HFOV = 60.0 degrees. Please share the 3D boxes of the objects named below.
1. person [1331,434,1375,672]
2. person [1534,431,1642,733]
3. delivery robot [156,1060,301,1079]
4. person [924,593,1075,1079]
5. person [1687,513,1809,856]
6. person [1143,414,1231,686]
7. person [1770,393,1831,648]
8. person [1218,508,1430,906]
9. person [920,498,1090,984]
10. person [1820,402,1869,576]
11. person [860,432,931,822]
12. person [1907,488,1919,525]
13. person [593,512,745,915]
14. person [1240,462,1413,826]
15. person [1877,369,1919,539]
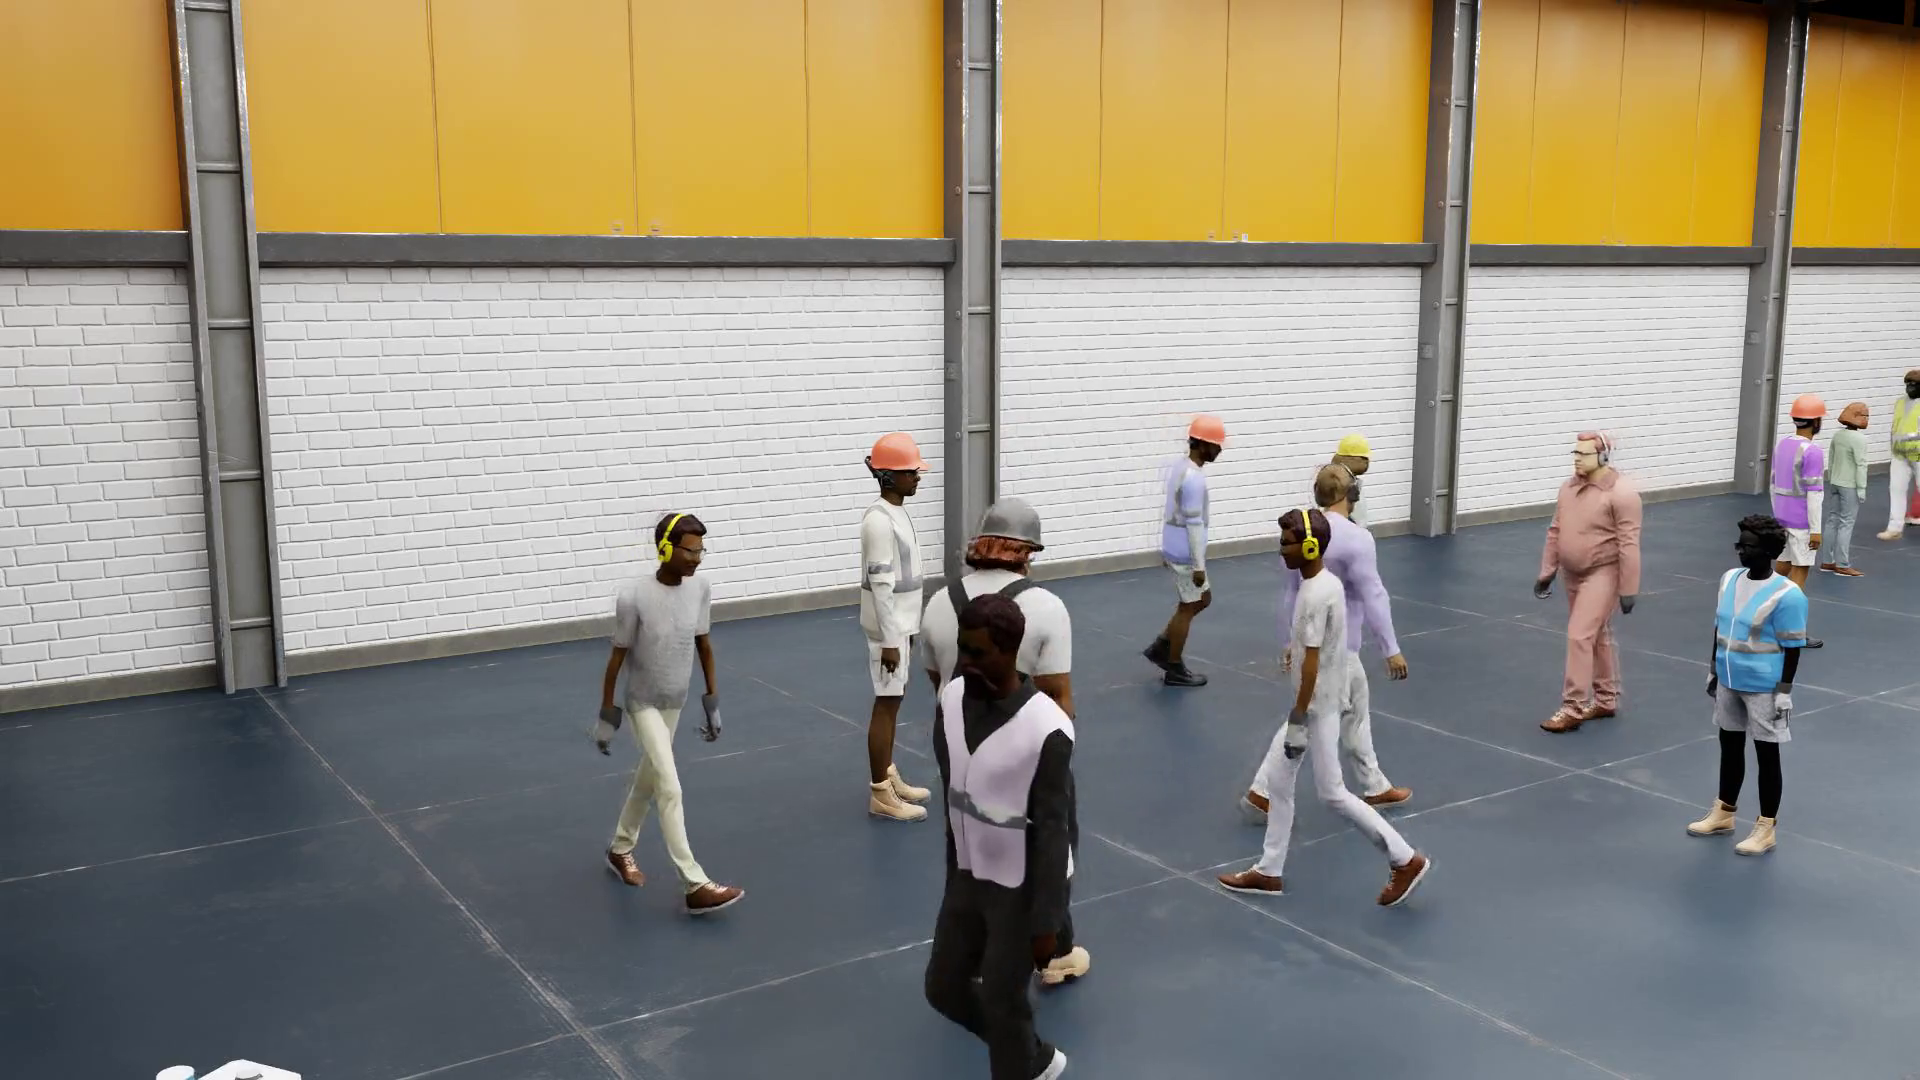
[{"bbox_3d":[2.727,0.125,11.652,0.303,1.742,0.493,4,10,23],"label":"person"},{"bbox_3d":[3.883,0.255,10.449,0.836,1.879,0.649,-2,10,-15],"label":"person"},{"bbox_3d":[-2.291,1.793,4.890,0.477,0.478,0.707,4,10,24],"label":"delivery robot"},{"bbox_3d":[0.130,1.094,5.310,0.447,1.902,0.608,-7,12,-35],"label":"person"},{"bbox_3d":[3.930,0.709,8.265,0.322,1.697,0.531,-3,10,-18],"label":"person"},{"bbox_3d":[1.595,0.088,11.399,0.493,1.900,0.591,0,9,1],"label":"person"},{"bbox_3d":[6.421,-0.149,12.708,0.356,1.938,0.552,-1,9,-4],"label":"person"},{"bbox_3d":[1.686,0.767,7.535,0.904,1.831,0.571,2,10,12],"label":"person"},{"bbox_3d":[0.199,0.804,6.666,0.702,2.000,0.698,6,11,30],"label":"person"},{"bbox_3d":[8.350,-0.483,15.640,0.278,1.631,0.505,0,9,-3],"label":"person"},{"bbox_3d":[-0.336,0.451,8.782,0.370,2.044,0.608,1,9,5],"label":"person"},{"bbox_3d":[10.869,-1.025,18.557,0.590,1.738,0.549,-2,10,-12],"label":"person"},{"bbox_3d":[-1.367,0.772,7.561,1.001,1.815,0.561,7,12,38],"label":"person"},{"bbox_3d":[1.924,0.545,8.708,1.029,1.887,0.711,-2,10,-14],"label":"person"},{"bbox_3d":[10.186,-0.906,17.652,0.841,1.815,0.651,-3,10,-20],"label":"person"}]
